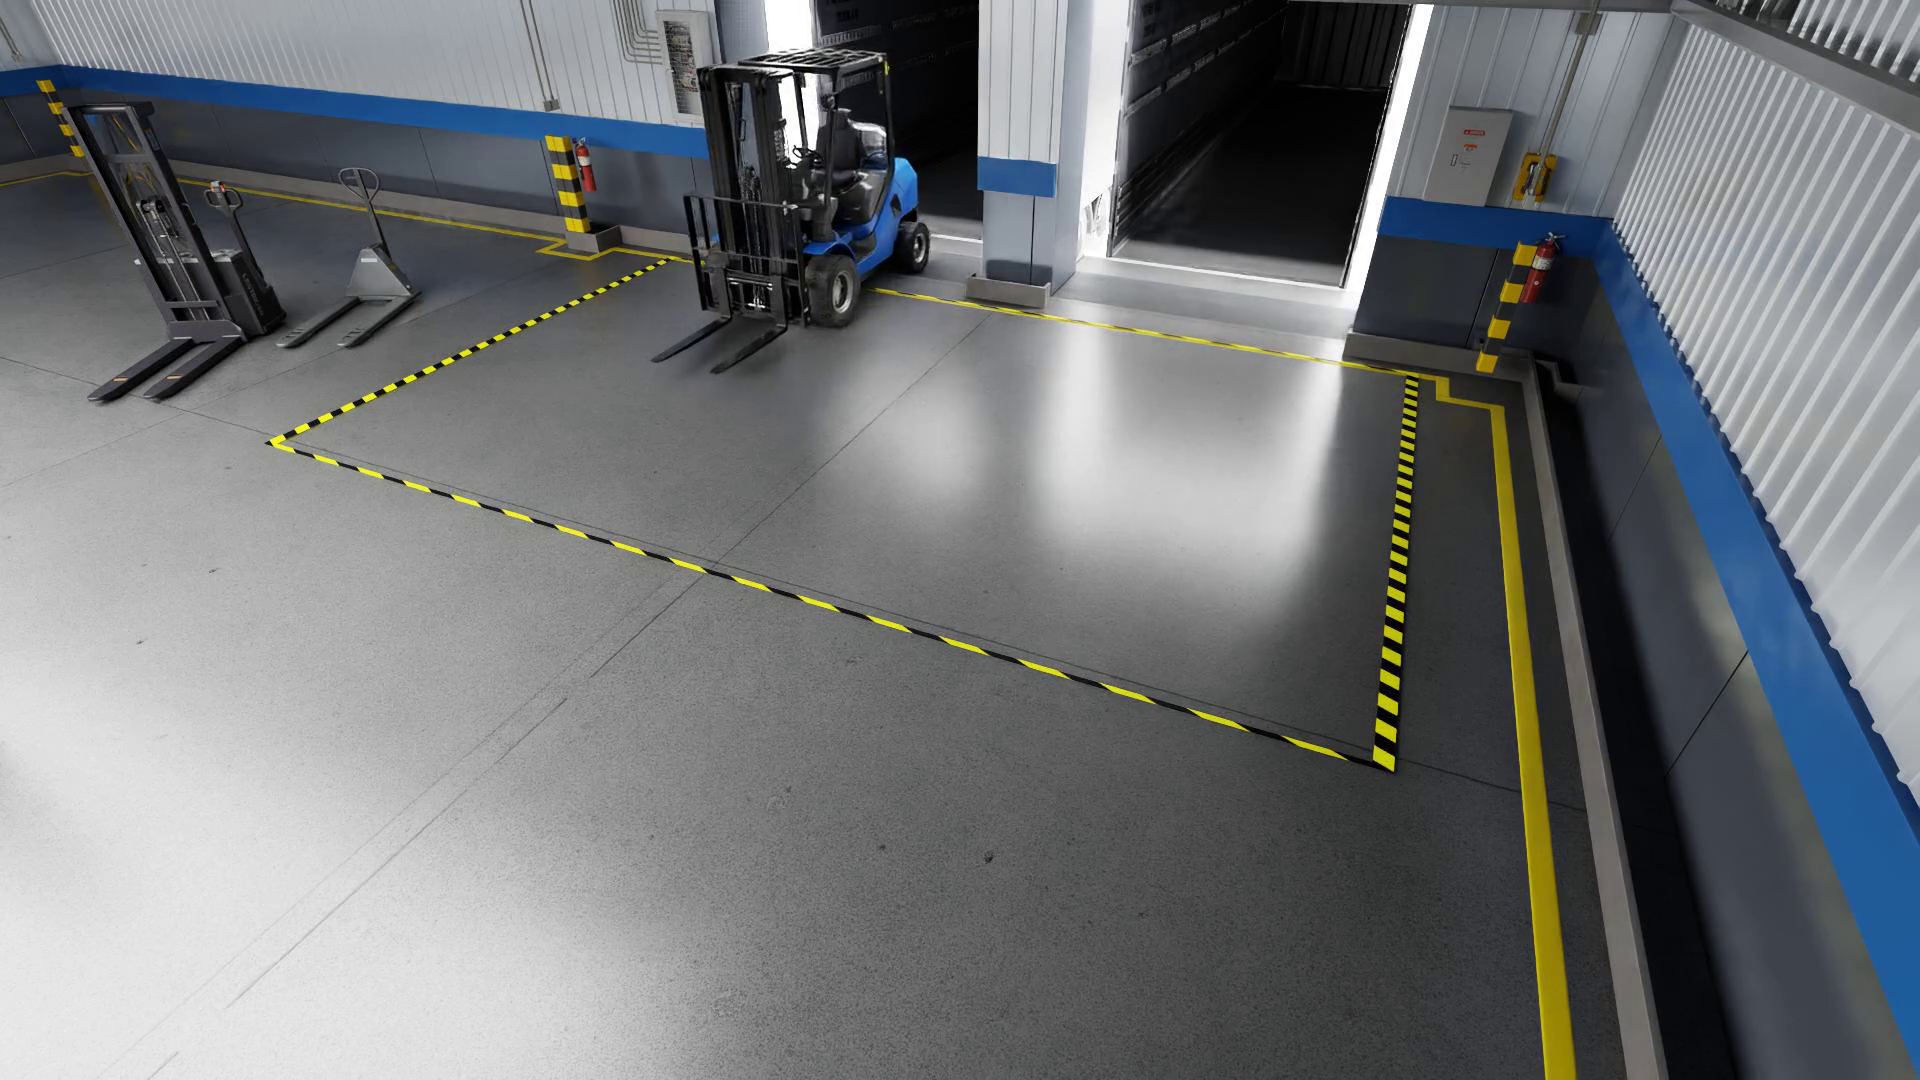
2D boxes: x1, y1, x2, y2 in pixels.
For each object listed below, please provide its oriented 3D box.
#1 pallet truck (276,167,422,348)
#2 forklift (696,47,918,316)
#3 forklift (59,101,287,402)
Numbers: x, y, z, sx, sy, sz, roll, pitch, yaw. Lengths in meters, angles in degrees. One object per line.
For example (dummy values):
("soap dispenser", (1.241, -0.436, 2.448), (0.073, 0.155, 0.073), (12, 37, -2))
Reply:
("pallet truck", (-5.732, -2.611, 8.414), (0.680, 1.201, 1.601), (-1, 35, -1))
("forklift", (-1.366, -3.513, 8.724), (1.157, 2.036, 2.680), (13, 37, 18))
("forklift", (-6.686, -2.387, 7.434), (0.823, 1.965, 1.885), (-3, 35, -5))
